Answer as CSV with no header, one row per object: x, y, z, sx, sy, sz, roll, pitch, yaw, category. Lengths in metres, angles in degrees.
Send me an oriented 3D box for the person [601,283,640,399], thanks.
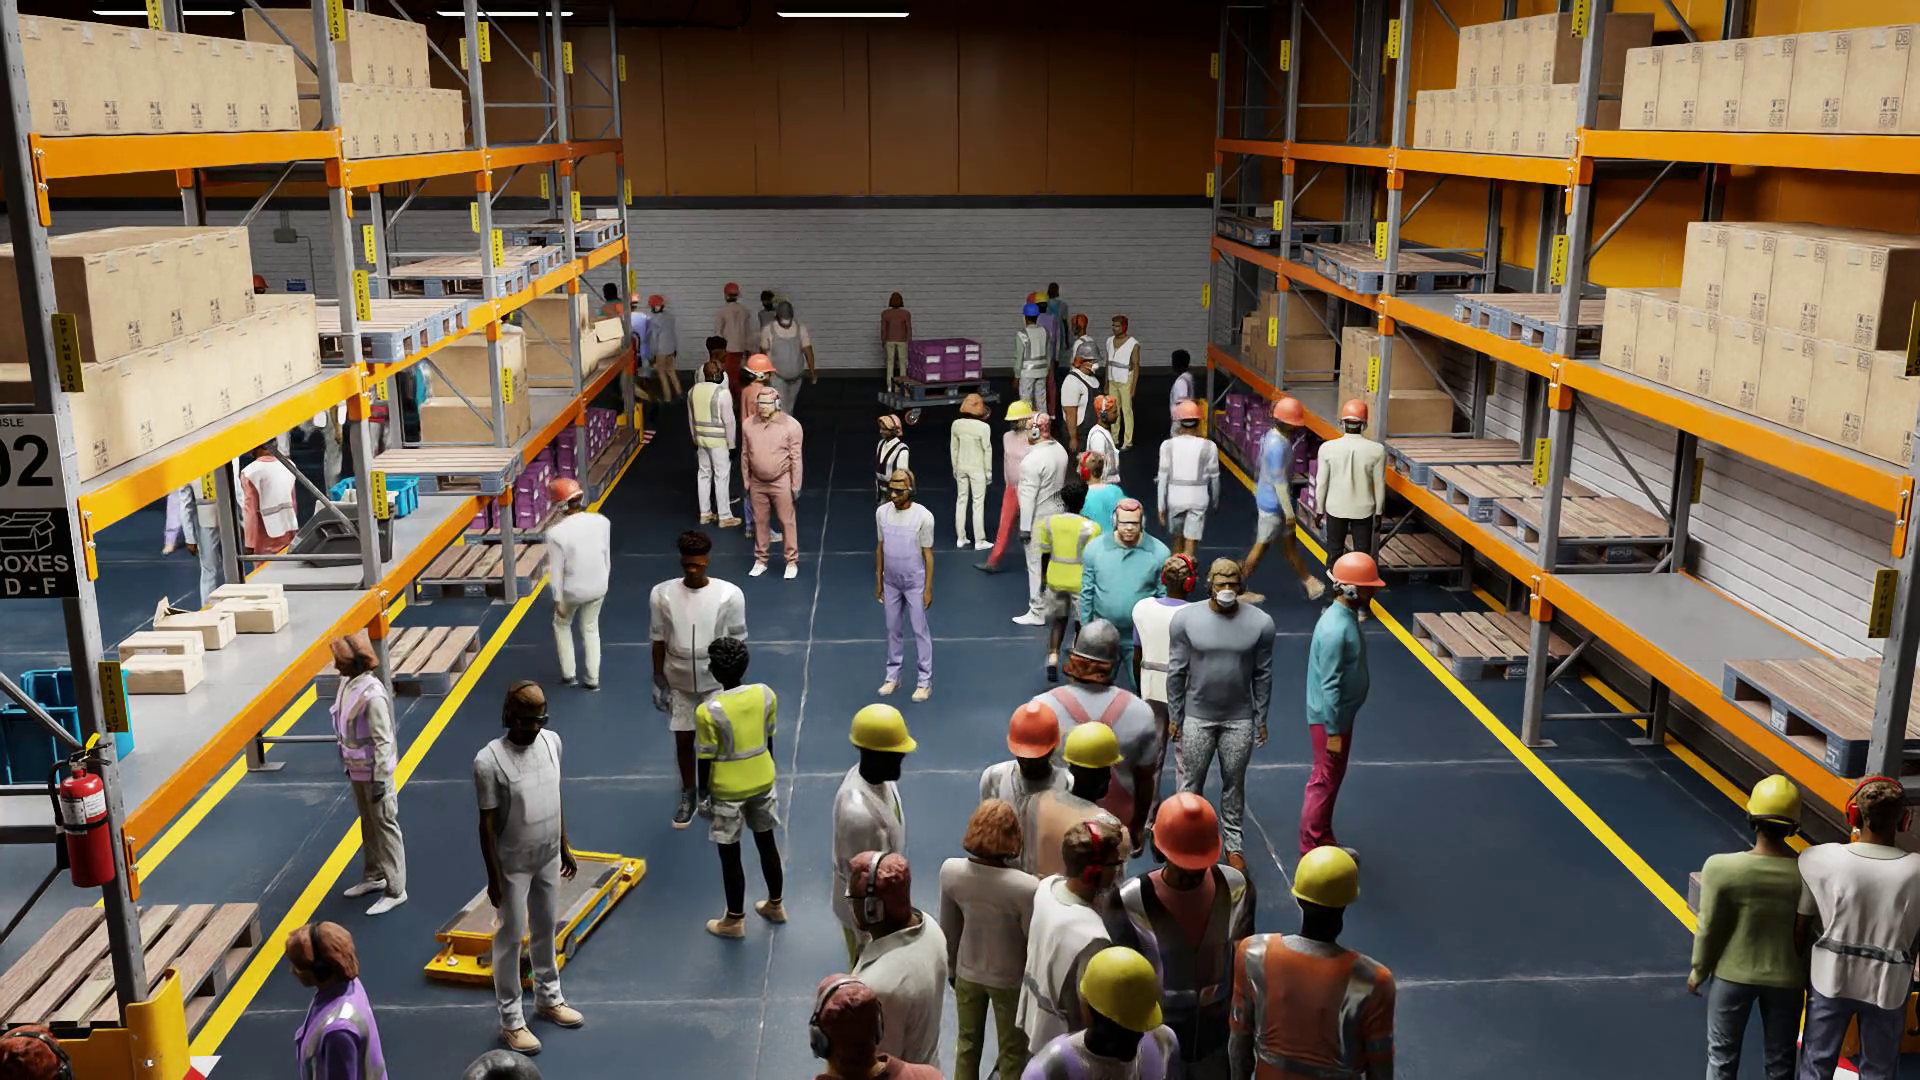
-5.414,-3.154,26.466,0.438,1.868,0.654,13,19,42,person

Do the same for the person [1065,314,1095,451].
1.611,-2.069,22.175,0.374,1.879,0.586,6,15,21,person

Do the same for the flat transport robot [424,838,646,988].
-2.328,2.038,9.249,0.652,0.197,1.431,3,15,11,flat transport robot

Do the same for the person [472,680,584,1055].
-2.079,1.551,8.033,0.344,1.839,0.505,10,17,33,person

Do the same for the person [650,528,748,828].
-1.635,0.871,10.462,0.609,1.959,0.375,0,14,0,person

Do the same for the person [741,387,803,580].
-1.838,-0.553,16.187,0.642,1.899,0.394,4,15,16,person

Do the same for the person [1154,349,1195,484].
2.705,-1.494,20.285,0.585,1.679,0.550,3,15,13,person

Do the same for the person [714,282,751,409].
-3.473,-2.963,25.490,0.634,1.961,0.679,-12,19,-39,person

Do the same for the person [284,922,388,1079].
-2.246,2.151,6.095,0.319,1.631,0.524,-6,15,-21,person

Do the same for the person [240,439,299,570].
-5.856,-0.049,14.189,0.404,1.906,0.598,4,15,16,person

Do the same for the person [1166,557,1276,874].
1.529,1.042,9.832,0.630,1.940,0.372,1,14,2,person

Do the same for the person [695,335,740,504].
-2.844,-1.405,19.383,0.364,1.962,0.612,-11,18,-38,person

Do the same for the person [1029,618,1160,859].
0.618,1.370,8.341,0.720,2.000,0.555,-1,14,-5,person

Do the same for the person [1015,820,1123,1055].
0.426,1.957,6.449,0.383,1.836,0.566,-4,15,-16,person

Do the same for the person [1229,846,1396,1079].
1.266,2.018,6.024,0.591,1.926,0.387,7,16,26,person

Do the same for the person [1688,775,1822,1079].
3.366,1.841,7.040,0.523,1.769,0.320,3,15,13,person

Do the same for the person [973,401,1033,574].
0.523,-0.483,16.231,0.857,1.730,0.543,-13,19,-42,person

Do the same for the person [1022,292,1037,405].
1.160,-2.991,26.098,0.320,1.720,0.563,5,15,20,person

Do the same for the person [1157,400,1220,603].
2.120,-0.356,15.437,0.546,1.889,0.948,6,15,22,person

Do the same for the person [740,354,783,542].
-2.121,-0.977,17.644,0.389,1.996,0.612,-8,16,-28,person

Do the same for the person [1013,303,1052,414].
0.990,-2.286,22.877,0.602,1.948,0.386,-9,17,-33,person

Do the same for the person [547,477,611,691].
-2.973,0.349,12.994,0.566,1.723,0.383,-12,19,-39,person

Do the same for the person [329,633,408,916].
-3.346,1.304,9.403,0.312,1.639,0.512,-11,18,-38,person

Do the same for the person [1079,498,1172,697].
1.140,0.635,11.521,0.648,1.900,0.400,3,15,11,person

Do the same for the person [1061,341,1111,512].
1.406,-1.209,18.465,0.535,2.000,0.681,7,16,26,person

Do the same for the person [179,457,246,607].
-6.443,-0.100,14.388,0.409,1.907,0.598,8,16,29,person

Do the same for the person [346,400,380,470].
-7.568,-1.868,21.171,0.618,1.986,0.408,3,15,13,person

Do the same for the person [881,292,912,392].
-1.036,-3.224,27.189,0.509,1.631,0.270,2,14,8,person

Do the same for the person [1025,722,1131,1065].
0.596,1.690,7.381,0.597,1.879,0.966,14,20,43,person

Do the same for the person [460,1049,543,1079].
-1.179,2.330,4.570,0.678,2.000,0.537,-12,19,-39,person

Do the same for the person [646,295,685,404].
-4.627,-2.966,25.999,0.465,1.727,0.606,6,16,23,person

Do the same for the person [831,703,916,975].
-0.382,1.639,7.519,0.378,1.924,0.616,2,14,7,person

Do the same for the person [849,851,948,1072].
-0.265,2.028,6.058,0.402,1.896,0.652,3,15,13,person

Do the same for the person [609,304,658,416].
-4.883,-2.654,24.767,0.604,1.723,0.584,-3,15,-13,person

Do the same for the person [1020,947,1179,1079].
0.463,2.185,5.398,0.601,1.914,0.409,-8,16,-27,person

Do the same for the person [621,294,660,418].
-4.815,-2.761,24.844,0.571,1.899,0.829,-9,17,-33,person

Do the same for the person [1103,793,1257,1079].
0.838,1.899,6.302,0.612,2.029,0.407,-4,15,-15,person

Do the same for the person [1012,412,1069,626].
0.701,-0.191,14.756,0.399,1.900,0.644,8,16,29,person

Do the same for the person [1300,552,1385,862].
2.240,1.033,9.784,0.411,1.987,0.619,6,15,21,person

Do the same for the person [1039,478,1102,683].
0.852,0.359,13.029,0.591,1.672,0.467,8,16,28,person

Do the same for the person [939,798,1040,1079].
0.148,1.883,7.138,0.499,1.634,0.288,7,16,26,person

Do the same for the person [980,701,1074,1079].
0.327,1.636,7.529,0.544,1.929,0.387,6,15,22,person

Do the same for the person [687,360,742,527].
-2.689,-1.066,18.299,0.630,1.842,0.429,10,18,35,person

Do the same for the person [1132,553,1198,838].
1.312,0.984,10.242,0.565,1.846,0.390,9,17,33,person

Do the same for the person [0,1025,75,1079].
-2.647,2.317,4.940,0.576,1.883,0.362,-12,19,-40,person

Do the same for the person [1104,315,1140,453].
2.176,-2.101,22.354,0.373,1.843,0.572,-12,19,-39,person

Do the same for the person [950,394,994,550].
0.127,-0.713,17.332,0.499,1.632,0.285,11,18,36,person

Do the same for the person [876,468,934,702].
-0.427,0.344,12.804,0.502,1.830,0.349,7,16,27,person

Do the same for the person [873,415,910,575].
-0.656,-0.413,16.158,0.312,1.631,0.514,-9,17,-31,person

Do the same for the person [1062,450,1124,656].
0.980,0.165,13.496,0.569,1.819,0.750,-13,19,-42,person

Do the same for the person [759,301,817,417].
-2.370,-2.353,22.955,0.700,2.000,1.038,-6,15,-21,person

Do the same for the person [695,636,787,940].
-1.216,1.351,9.134,0.546,1.689,0.324,-14,20,-43,person

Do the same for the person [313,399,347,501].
-7.281,-1.312,19.262,0.377,1.841,0.567,-7,16,-27,person

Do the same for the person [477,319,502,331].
-7.660,-3.194,26.739,0.741,1.810,0.604,13,19,41,person

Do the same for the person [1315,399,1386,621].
3.479,-0.263,14.840,0.609,1.996,0.383,4,15,15,person

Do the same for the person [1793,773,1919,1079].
3.686,1.858,6.839,0.560,1.836,0.393,7,16,25,person

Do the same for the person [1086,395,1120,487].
1.353,-0.434,15.741,0.355,1.882,0.575,1,14,3,person

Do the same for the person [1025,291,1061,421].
1.209,-2.703,24.563,0.589,1.924,0.384,-7,16,-27,person

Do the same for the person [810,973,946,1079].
-0.330,2.241,5.197,0.639,1.905,0.407,-8,16,-28,person

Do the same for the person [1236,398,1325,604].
2.989,-0.329,15.146,1.017,1.969,0.651,3,15,13,person
